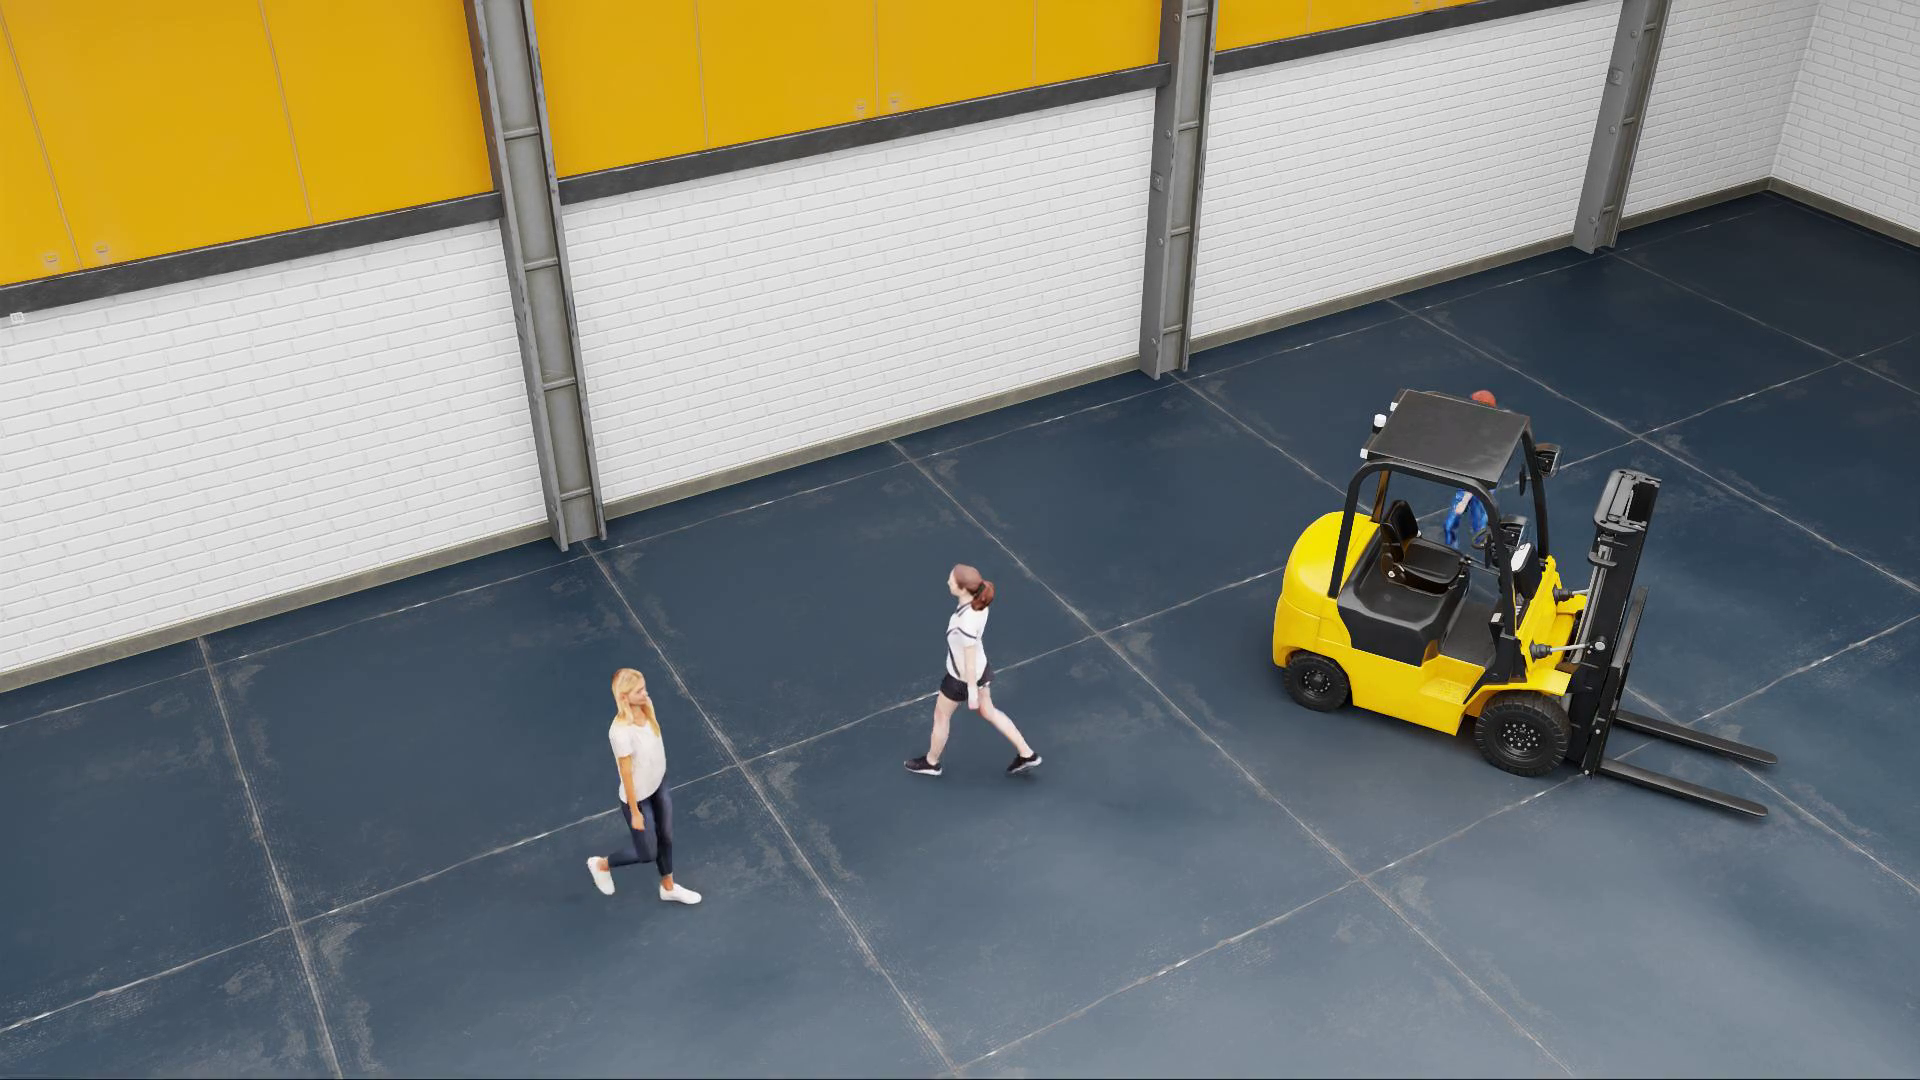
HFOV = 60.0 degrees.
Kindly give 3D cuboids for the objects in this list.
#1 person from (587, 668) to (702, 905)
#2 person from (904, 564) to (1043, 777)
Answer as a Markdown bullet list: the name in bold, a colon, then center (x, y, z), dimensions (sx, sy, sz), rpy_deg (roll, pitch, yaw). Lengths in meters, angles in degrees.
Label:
- **person**: center (-1.983, 1.513, 9.979), dimensions (0.998, 1.798, 0.944), rpy_deg (9, 35, 13)
- **person**: center (0.143, 0.908, 10.967), dimensions (1.185, 1.711, 1.079), rpy_deg (6, 34, 9)
